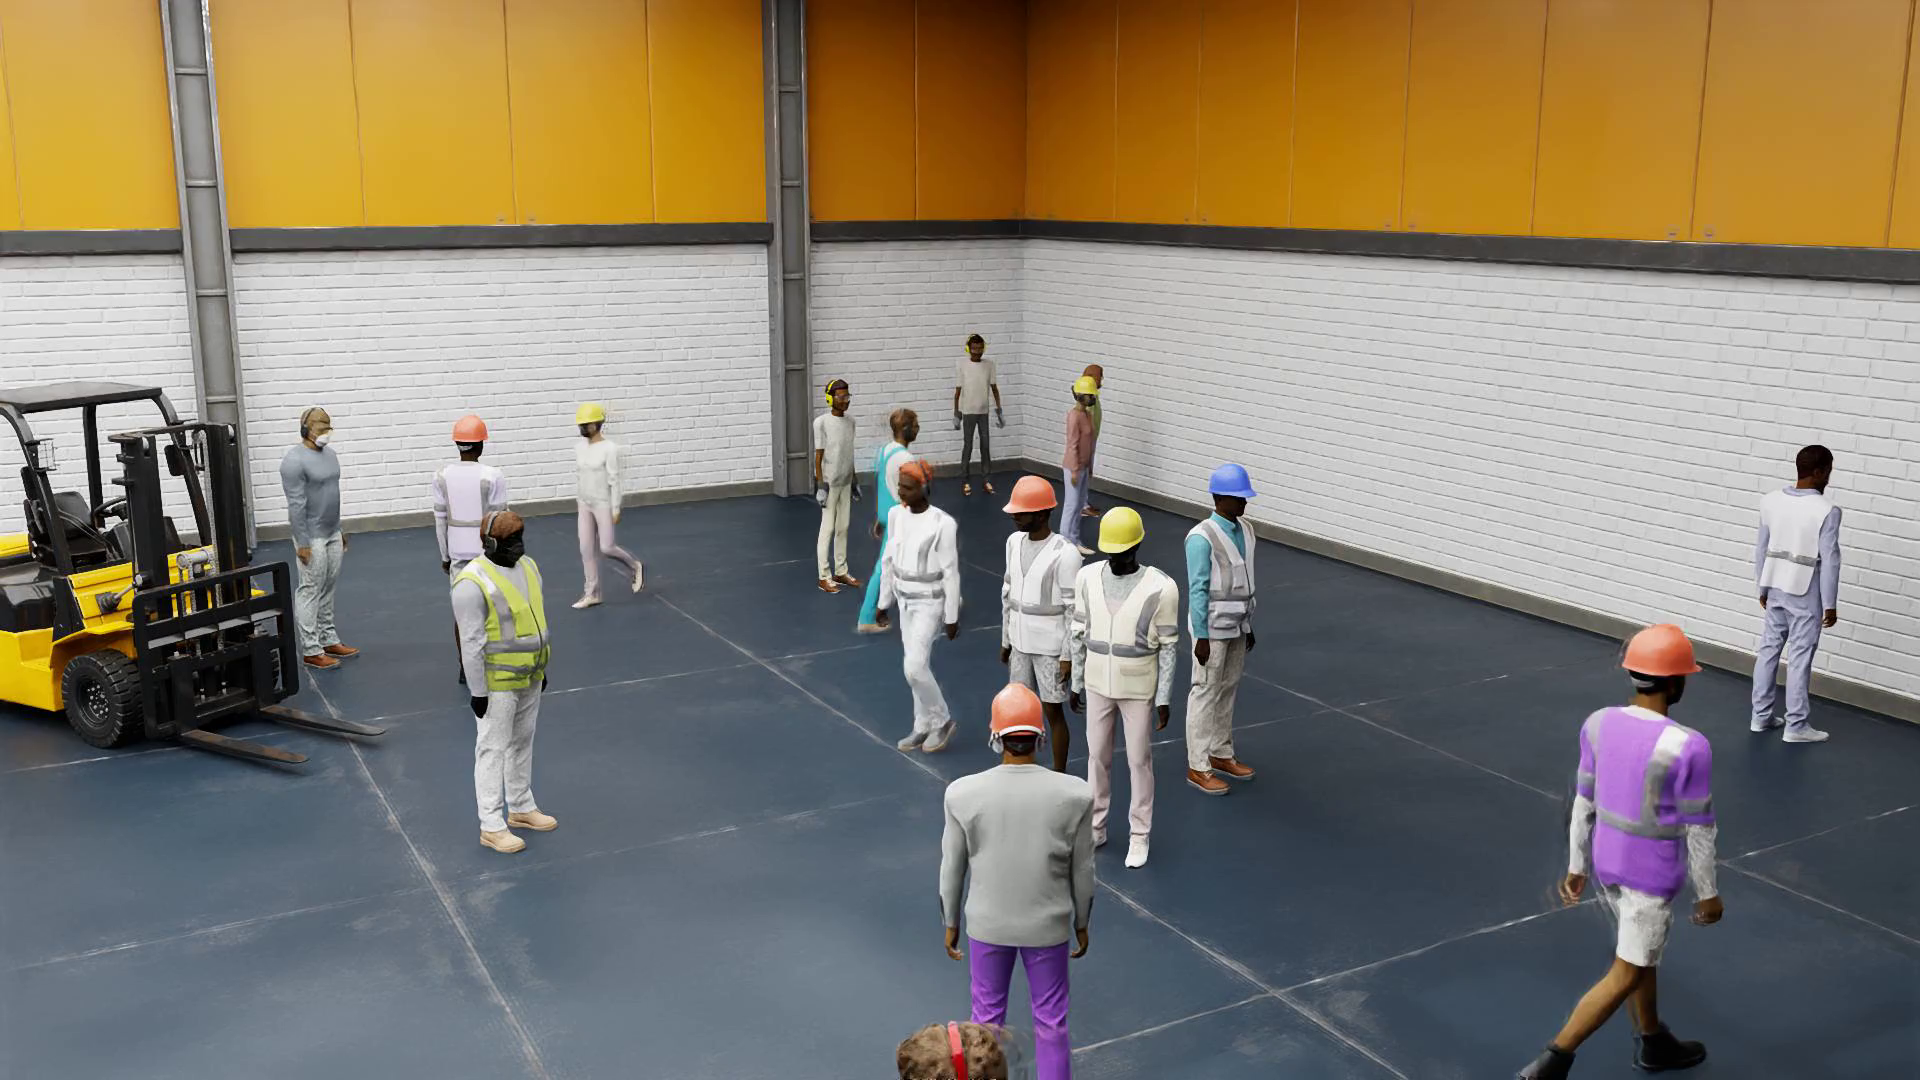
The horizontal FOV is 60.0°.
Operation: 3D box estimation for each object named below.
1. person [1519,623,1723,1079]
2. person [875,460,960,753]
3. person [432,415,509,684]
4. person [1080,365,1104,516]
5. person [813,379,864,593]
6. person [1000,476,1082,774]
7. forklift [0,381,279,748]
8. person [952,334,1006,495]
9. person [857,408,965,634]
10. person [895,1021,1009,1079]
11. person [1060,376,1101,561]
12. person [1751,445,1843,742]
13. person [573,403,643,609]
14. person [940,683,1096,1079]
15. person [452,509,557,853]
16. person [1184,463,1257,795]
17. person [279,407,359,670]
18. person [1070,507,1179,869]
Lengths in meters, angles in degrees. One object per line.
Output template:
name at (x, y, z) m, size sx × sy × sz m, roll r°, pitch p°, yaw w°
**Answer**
person at (2.571, 1.258, 6.415) m, size 0.961 × 1.909 × 0.542 m, roll -4°, pitch 13°, yaw -20°
person at (-0.271, 0.425, 10.379) m, size 0.419 × 1.872 × 0.593 m, roll -9°, pitch 15°, yaw -36°
person at (-3.445, 0.074, 11.853) m, size 0.543 × 1.939 × 0.361 m, roll 1°, pitch 12°, yaw 6°
person at (1.412, -1.082, 17.993) m, size 0.274 × 1.632 × 0.503 m, roll 1°, pitch 12°, yaw 6°
person at (-1.063, -0.484, 14.627) m, size 0.328 × 1.874 × 0.521 m, roll 9°, pitch 15°, yaw 37°
person at (0.427, 0.586, 9.466) m, size 0.367 × 1.932 × 0.551 m, roll -11°, pitch 16°, yaw -43°
forklift at (-5.853, 0.085, 11.199) m, size 2.313 × 2.155 × 1.214 m, roll 7°, pitch 14°, yaw 28°
person at (0.215, -1.450, 19.200) m, size 0.571 × 1.859 × 0.342 m, roll -4°, pitch 13°, yaw -20°
person at (-0.404, -0.151, 13.236) m, size 0.977 × 1.793 × 0.538 m, roll -5°, pitch 13°, yaw -21°
person at (-0.030, 1.884, 3.650) m, size 0.746 × 1.810 × 0.604 m, roll 2°, pitch 12°, yaw 7°
person at (1.157, -0.685, 15.844) m, size 0.351 × 1.756 × 0.518 m, roll 5°, pitch 13°, yaw 21°
person at (5.354, 0.341, 10.668) m, size 0.390 × 1.914 × 0.587 m, roll -5°, pitch 13°, yaw -22°
person at (-3.020, -0.307, 14.083) m, size 0.532 × 1.744 × 0.620 m, roll 8°, pitch 15°, yaw 34°
person at (0.214, 1.389, 6.177) m, size 0.577 × 1.739 × 0.392 m, roll 1°, pitch 12°, yaw 5°
person at (-2.428, 0.739, 8.967) m, size 0.429 × 1.841 × 0.633 m, roll 4°, pitch 13°, yaw 19°
person at (1.544, 0.508, 9.800) m, size 0.385 × 1.948 × 0.605 m, roll 9°, pitch 15°, yaw 37°
person at (-4.747, -0.023, 12.323) m, size 0.371 × 1.935 × 0.627 m, roll 2°, pitch 12°, yaw 7°
person at (0.836, 0.761, 8.687) m, size 0.585 × 1.918 × 0.378 m, roll 6°, pitch 13°, yaw 27°
